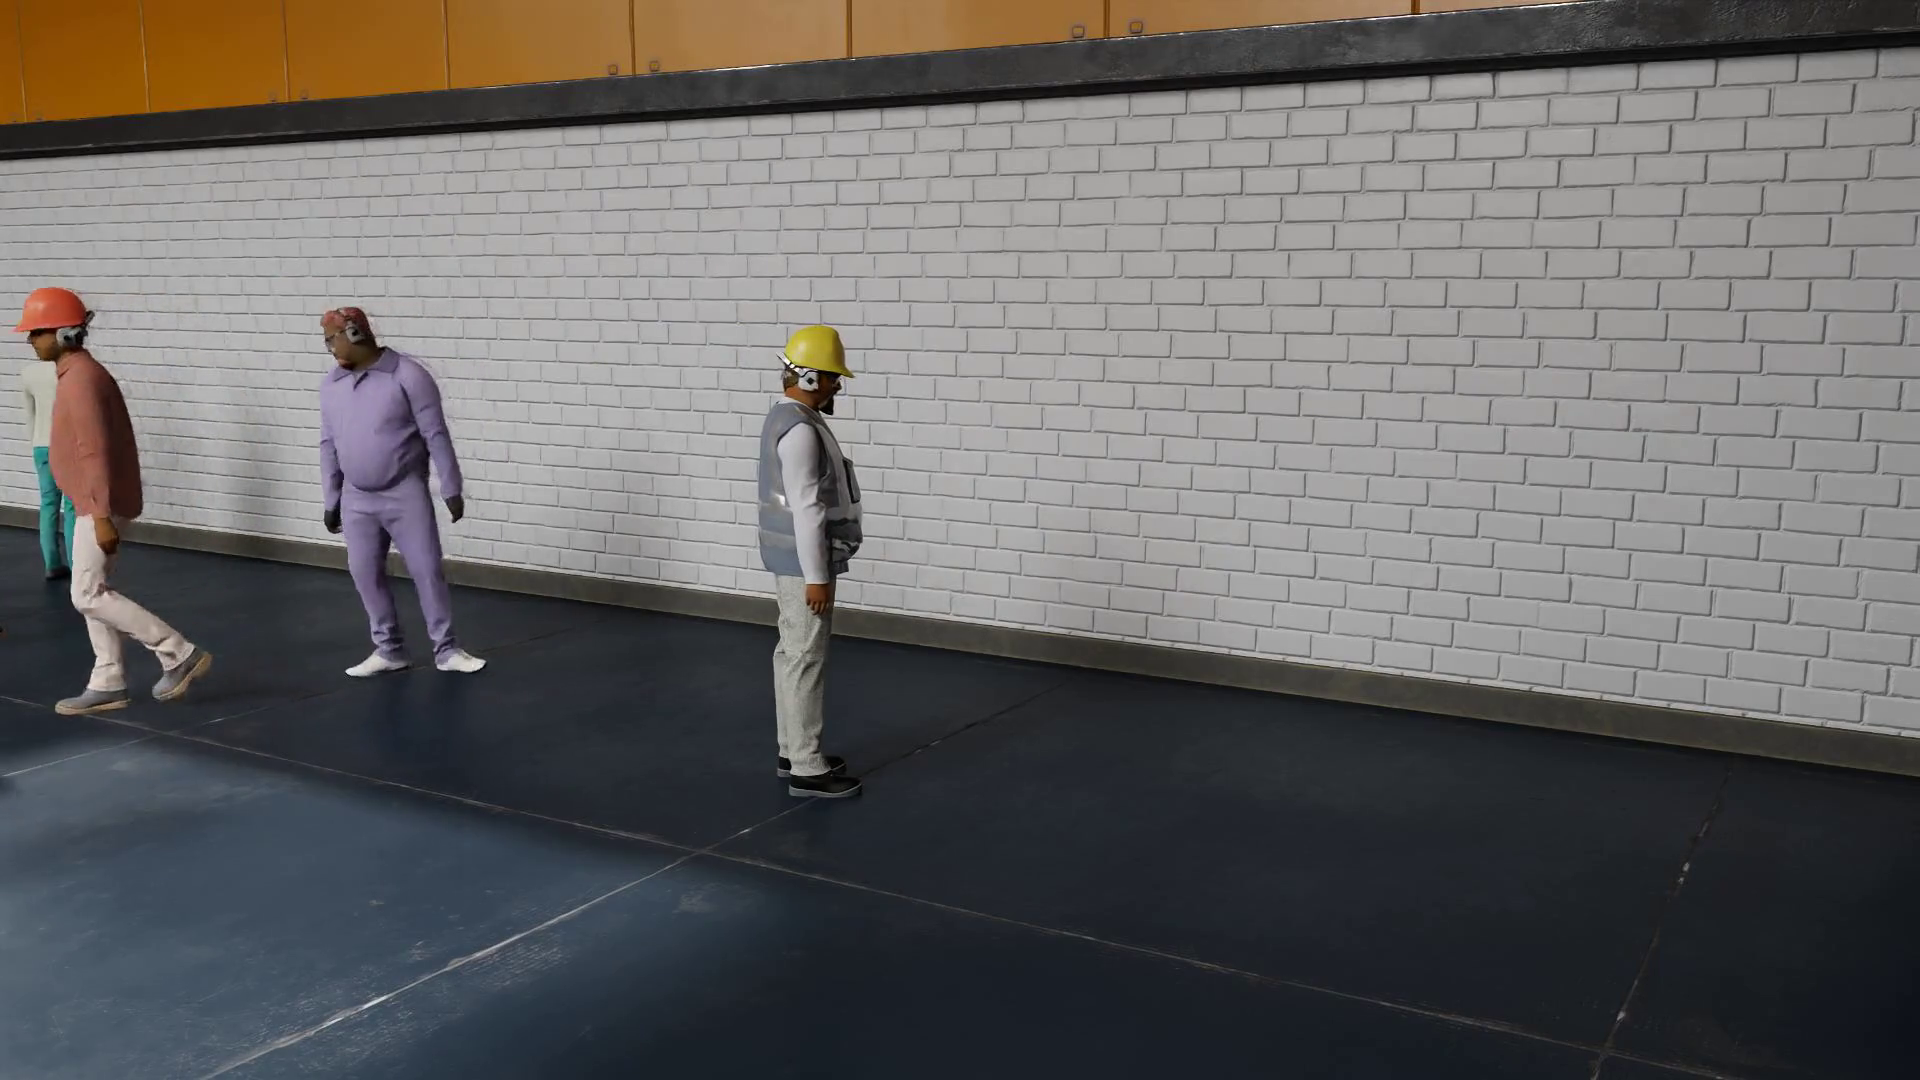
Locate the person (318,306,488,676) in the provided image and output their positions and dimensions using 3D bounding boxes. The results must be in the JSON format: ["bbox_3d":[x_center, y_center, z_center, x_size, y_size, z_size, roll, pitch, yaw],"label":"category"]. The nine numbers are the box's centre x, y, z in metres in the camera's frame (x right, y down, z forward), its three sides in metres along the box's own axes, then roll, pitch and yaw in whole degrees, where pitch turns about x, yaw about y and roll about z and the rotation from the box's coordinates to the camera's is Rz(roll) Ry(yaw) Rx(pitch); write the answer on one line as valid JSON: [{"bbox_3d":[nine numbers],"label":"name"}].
[{"bbox_3d":[-2.793,-0.218,8.254,0.810,1.865,0.430,2,9,10],"label":"person"}]

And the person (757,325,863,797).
[{"bbox_3d":[-0.581,0.081,6.495,0.403,1.823,0.588,-2,9,-13],"label":"person"}]

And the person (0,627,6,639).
[{"bbox_3d":[-5.597,-0.375,8.922,0.635,1.952,0.628,-9,13,-44],"label":"person"}]

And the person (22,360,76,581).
[{"bbox_3d":[-5.876,-0.594,10.907,0.527,1.767,0.335,3,10,20],"label":"person"}]

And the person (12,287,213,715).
[{"bbox_3d":[-3.881,-0.164,7.567,0.619,1.969,0.663,-4,10,-25],"label":"person"}]
